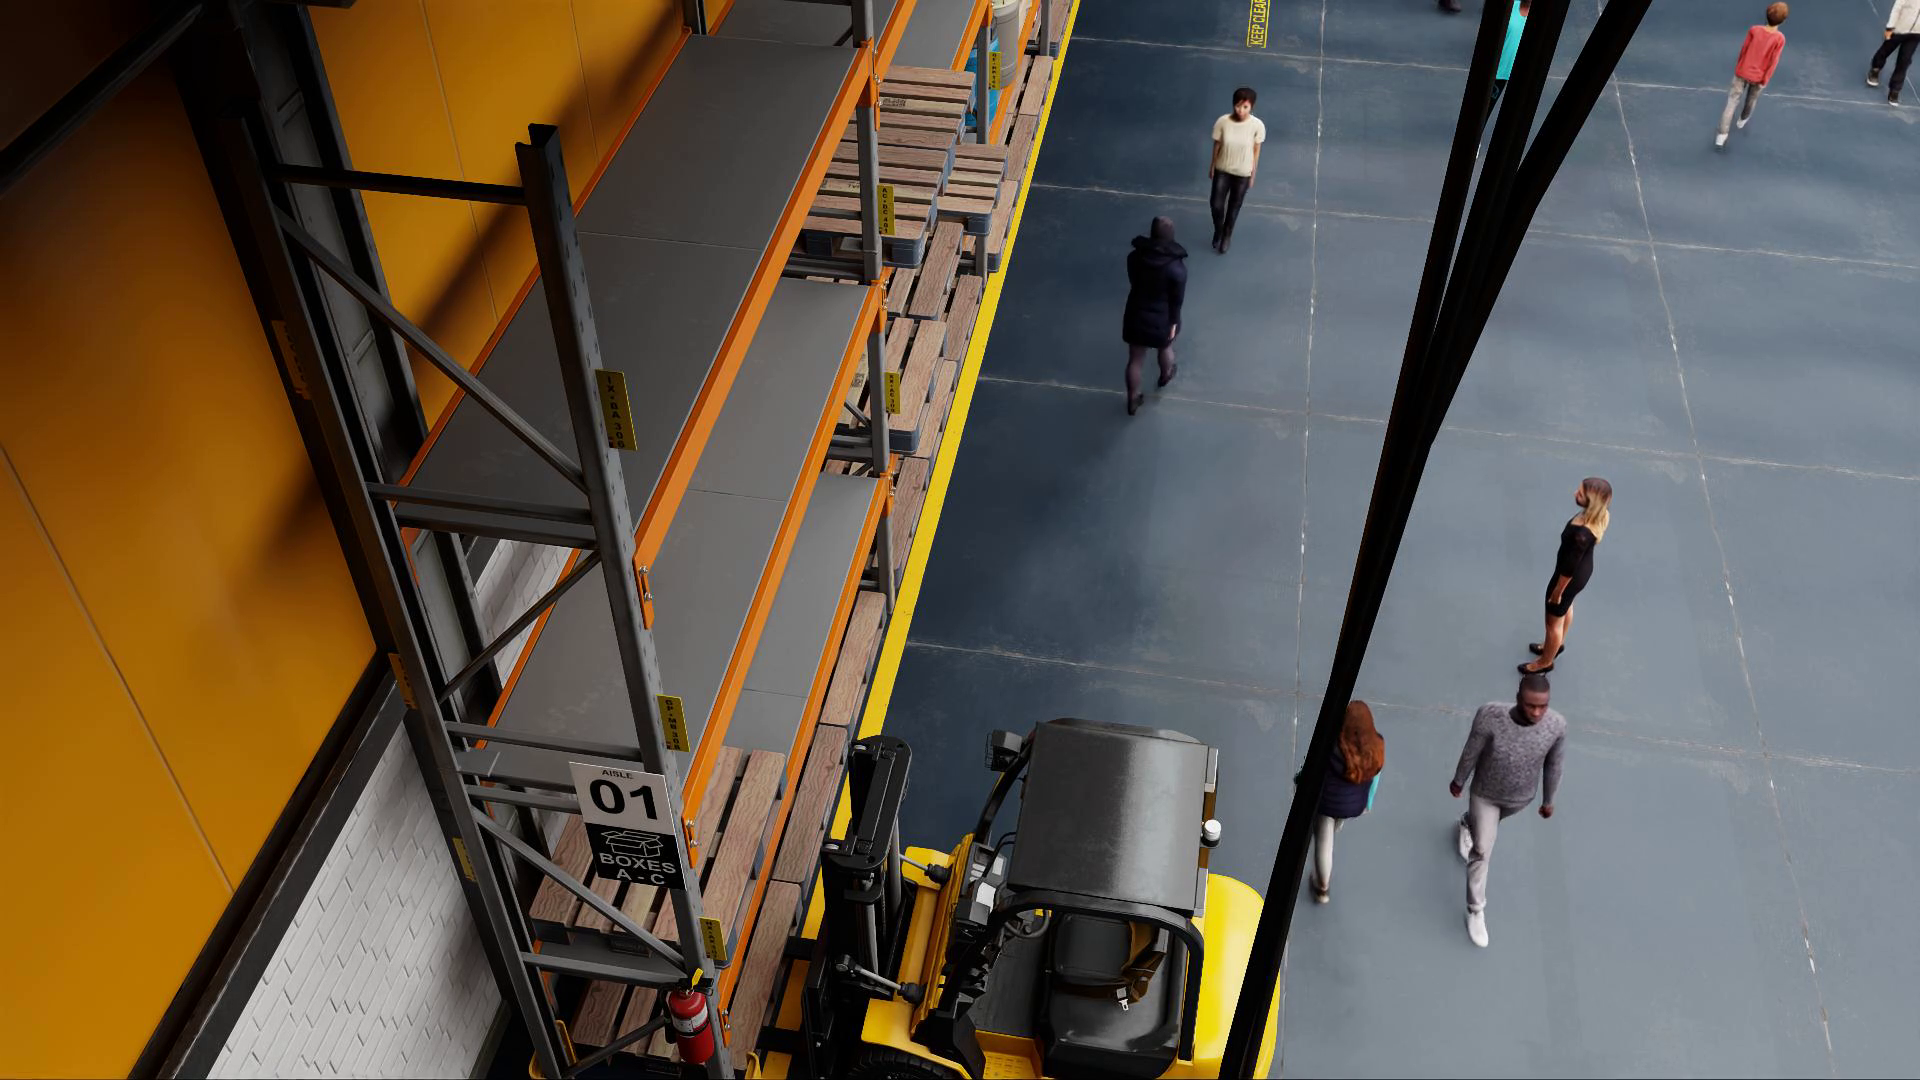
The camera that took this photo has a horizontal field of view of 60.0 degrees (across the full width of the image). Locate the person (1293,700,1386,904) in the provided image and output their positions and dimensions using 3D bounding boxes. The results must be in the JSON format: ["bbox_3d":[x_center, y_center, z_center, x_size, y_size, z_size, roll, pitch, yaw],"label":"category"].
[{"bbox_3d":[2.167,1.534,9.533,0.690,1.473,0.915,-2,44,-2],"label":"person"}]

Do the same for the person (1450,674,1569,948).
[{"bbox_3d":[3.083,1.355,9.489,0.817,1.793,1.204,2,44,2],"label":"person"}]

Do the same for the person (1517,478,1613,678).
[{"bbox_3d":[3.942,0.243,10.742,0.666,1.675,0.524,22,48,22],"label":"person"}]

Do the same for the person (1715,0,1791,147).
[{"bbox_3d":[7.514,-4.410,15.843,0.743,1.376,1.029,23,48,22],"label":"person"}]

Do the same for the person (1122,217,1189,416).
[{"bbox_3d":[1.435,-1.670,12.774,0.827,1.642,1.009,21,48,21],"label":"person"}]

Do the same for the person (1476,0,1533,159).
[{"bbox_3d":[5.141,-4.410,15.528,0.602,1.811,0.492,8,44,8],"label":"person"}]

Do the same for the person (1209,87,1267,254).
[{"bbox_3d":[2.383,-3.239,14.468,0.597,1.577,0.534,8,44,8],"label":"person"}]

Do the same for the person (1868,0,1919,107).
[{"bbox_3d":[9.412,-5.128,16.564,0.609,1.420,0.953,9,44,9],"label":"person"}]
